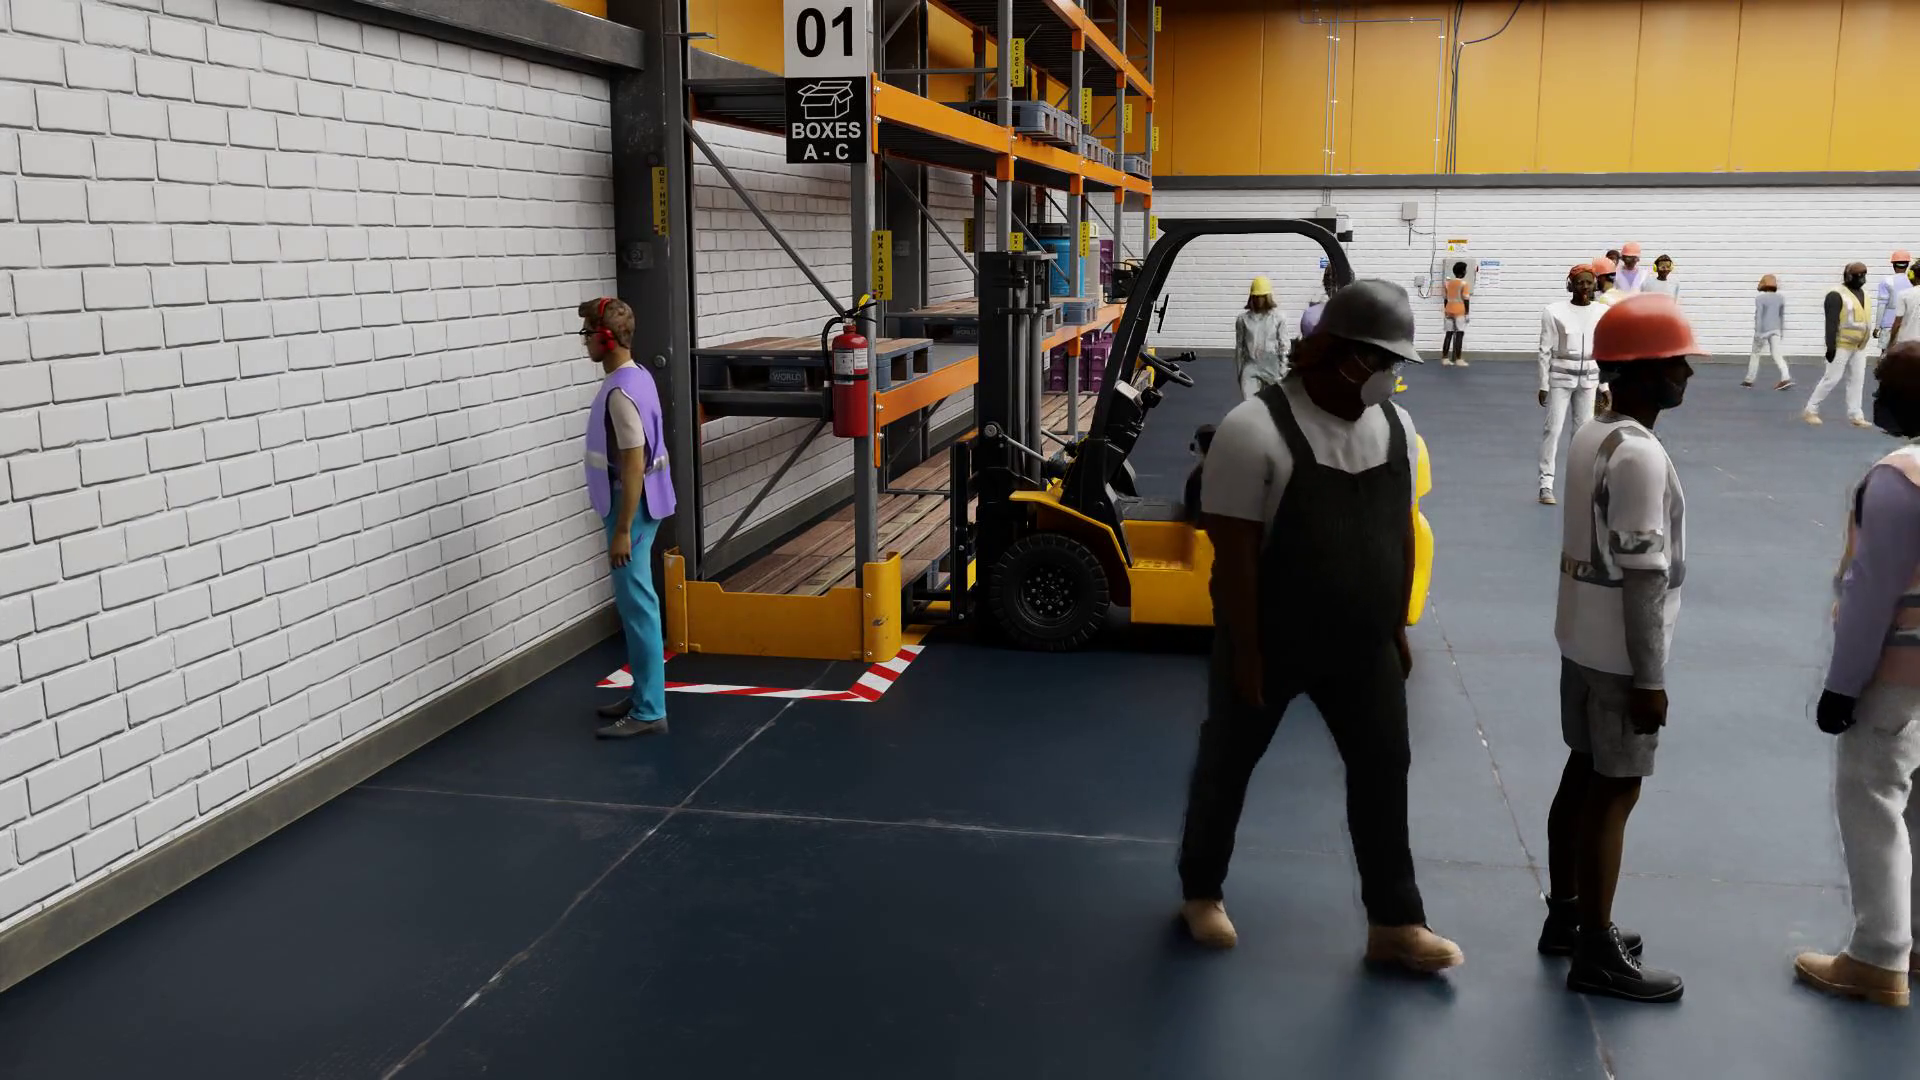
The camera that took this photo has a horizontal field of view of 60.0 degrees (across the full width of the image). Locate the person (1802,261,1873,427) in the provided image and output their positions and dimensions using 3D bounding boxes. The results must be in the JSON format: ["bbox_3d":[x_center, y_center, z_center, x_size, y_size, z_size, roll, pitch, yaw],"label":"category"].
[{"bbox_3d":[9.808,-2.159,18.438,0.639,1.853,0.604,-5,11,-24],"label":"person"}]

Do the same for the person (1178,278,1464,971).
[{"bbox_3d":[1.029,0.221,4.737,0.709,2.000,0.819,-4,11,-19],"label":"person"}]

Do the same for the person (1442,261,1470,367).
[{"bbox_3d":[8.028,-3.643,26.863,0.317,1.695,0.540,-6,12,-28],"label":"person"}]

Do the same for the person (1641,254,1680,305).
[{"bbox_3d":[8.882,-2.688,21.154,0.535,1.868,0.309,-1,10,-3],"label":"person"}]

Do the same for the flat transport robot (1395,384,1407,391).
[{"bbox_3d":[5.313,-2.063,22.111,0.652,0.197,1.431,9,14,42],"label":"flat transport robot"}]

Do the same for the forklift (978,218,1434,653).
[{"bbox_3d":[1.285,-0.567,8.635,2.313,2.155,1.214,2,11,11],"label":"forklift"}]

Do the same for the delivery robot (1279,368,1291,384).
[{"bbox_3d":[3.842,-1.758,19.402,0.477,0.478,0.707,1,10,5],"label":"delivery robot"}]

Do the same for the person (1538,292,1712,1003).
[{"bbox_3d":[1.838,0.293,4.613,0.347,1.943,0.544,1,10,3],"label":"person"}]

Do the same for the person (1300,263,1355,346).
[{"bbox_3d":[2.660,-1.005,11.740,0.631,1.938,0.368,-4,11,-19],"label":"person"}]

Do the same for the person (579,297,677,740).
[{"bbox_3d":[-1.379,-0.089,6.975,0.381,1.841,0.566,-2,10,-8],"label":"person"}]

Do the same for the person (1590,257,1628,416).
[{"bbox_3d":[6.183,-1.745,15.932,0.807,1.889,0.535,8,13,39],"label":"person"}]

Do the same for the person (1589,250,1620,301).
[{"bbox_3d":[9.251,-3.179,23.739,0.627,1.902,0.495,5,11,25],"label":"person"}]

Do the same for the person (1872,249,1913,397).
[{"bbox_3d":[12.180,-2.814,21.659,0.550,1.933,0.374,1,10,5],"label":"person"}]

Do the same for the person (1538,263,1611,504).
[{"bbox_3d":[4.814,-1.213,13.033,0.576,1.882,0.362,0,10,1],"label":"person"}]

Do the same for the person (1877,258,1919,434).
[{"bbox_3d":[10.014,-2.023,17.514,0.556,1.869,0.319,-1,10,-6],"label":"person"}]

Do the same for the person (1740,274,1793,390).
[{"bbox_3d":[11.149,-2.857,22.870,0.554,1.582,0.831,-3,11,-15],"label":"person"}]

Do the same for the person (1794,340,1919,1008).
[{"bbox_3d":[2.632,0.360,4.591,0.672,1.824,0.430,-5,12,-27],"label":"person"}]

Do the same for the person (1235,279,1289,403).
[{"bbox_3d":[2.798,-1.568,15.489,0.496,1.696,0.905,2,11,10],"label":"person"}]

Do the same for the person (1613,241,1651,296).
[{"bbox_3d":[8.925,-2.978,22.287,0.617,2.039,0.464,1,10,8],"label":"person"}]
